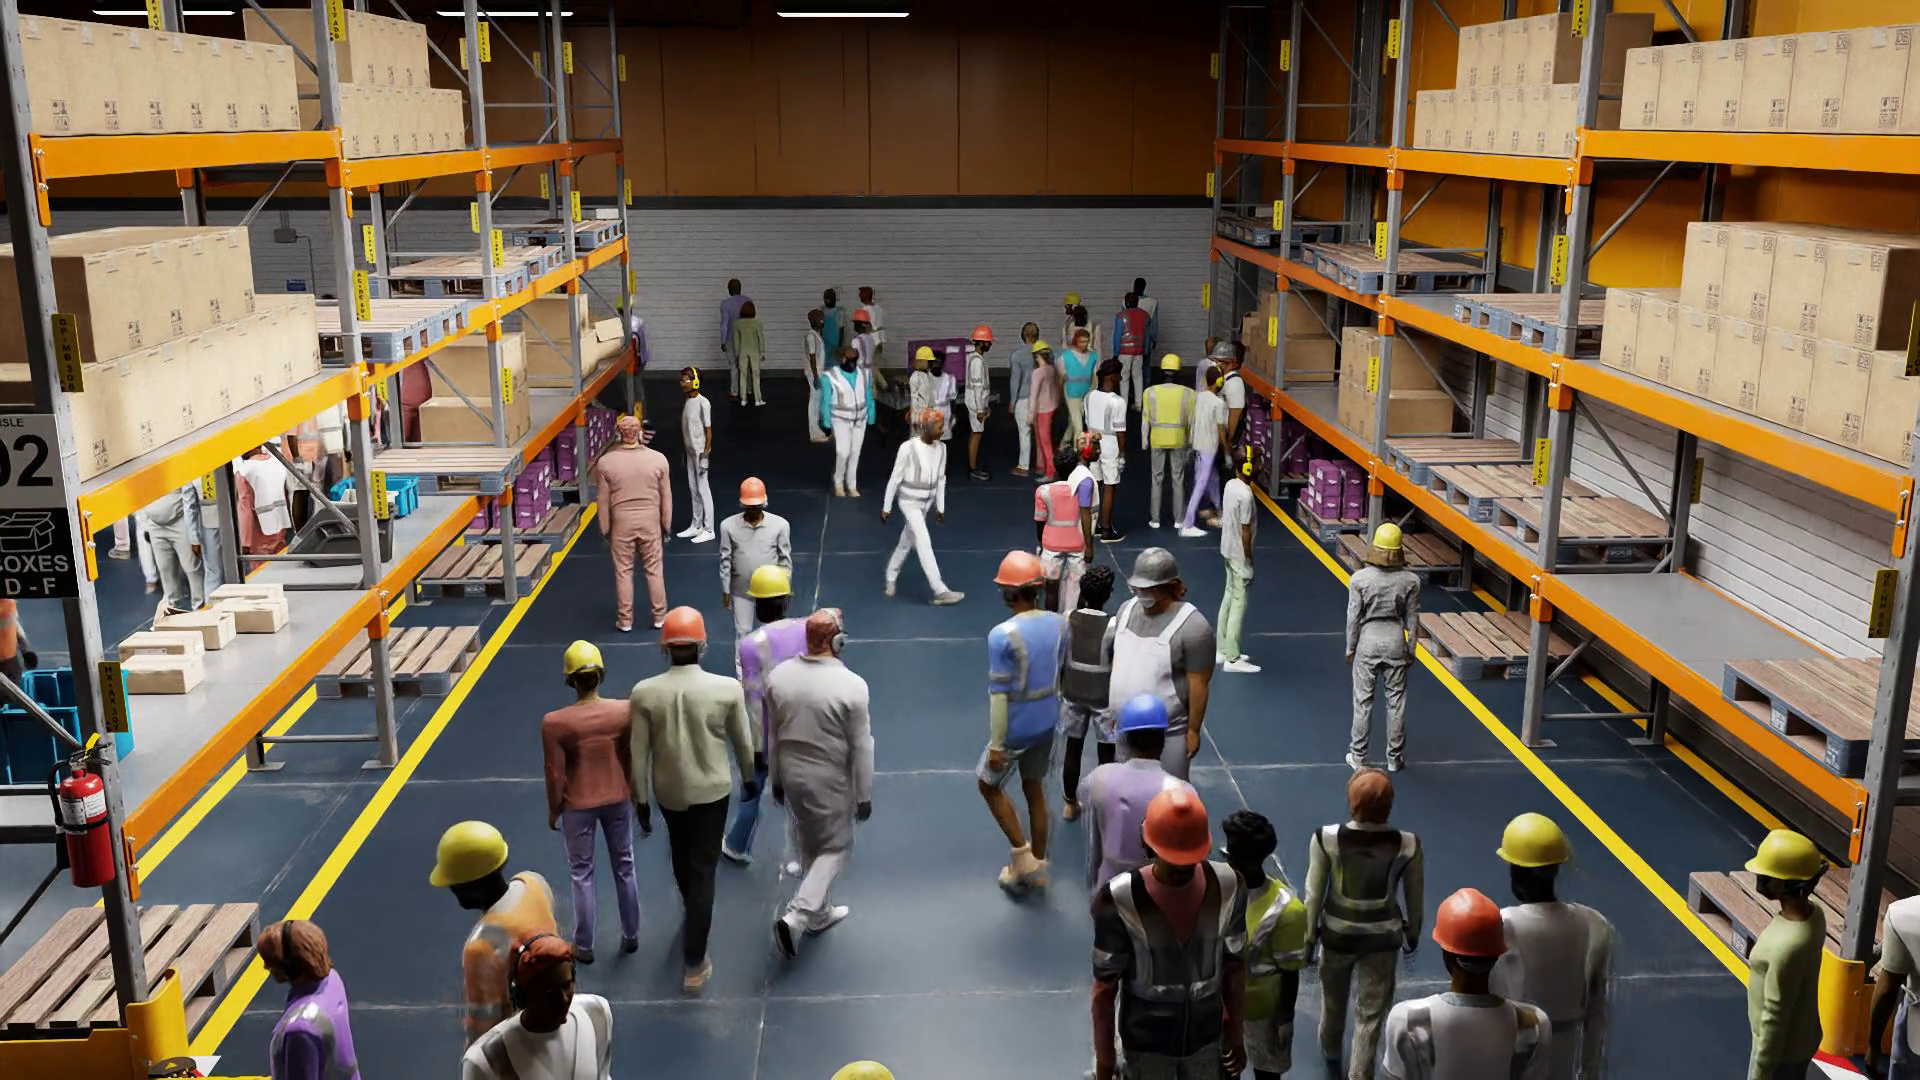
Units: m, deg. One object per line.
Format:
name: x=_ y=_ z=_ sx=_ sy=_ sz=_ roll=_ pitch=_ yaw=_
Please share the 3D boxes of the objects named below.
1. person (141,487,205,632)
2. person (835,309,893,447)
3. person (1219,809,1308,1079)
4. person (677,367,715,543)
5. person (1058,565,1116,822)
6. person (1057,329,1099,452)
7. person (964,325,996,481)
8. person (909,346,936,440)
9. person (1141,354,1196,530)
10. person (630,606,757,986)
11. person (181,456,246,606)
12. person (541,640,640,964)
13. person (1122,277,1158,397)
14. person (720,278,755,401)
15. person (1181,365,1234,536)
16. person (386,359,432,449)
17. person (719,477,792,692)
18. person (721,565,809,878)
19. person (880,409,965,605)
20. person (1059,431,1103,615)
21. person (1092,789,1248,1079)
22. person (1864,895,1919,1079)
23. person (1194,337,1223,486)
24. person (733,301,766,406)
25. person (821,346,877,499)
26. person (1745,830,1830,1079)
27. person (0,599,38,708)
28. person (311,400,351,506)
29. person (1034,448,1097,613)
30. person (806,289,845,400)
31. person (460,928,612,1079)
person: x=-6.840 y=-0.113 z=14.441 sx=0.642 sy=1.903 sz=0.399 roll=4 pitch=15 yaw=15
person: x=-1.309 y=-2.179 z=22.554 sx=0.857 sy=1.899 sz=0.556 roll=5 pitch=15 yaw=19
person: x=1.195 y=1.908 z=6.934 sx=0.321 sy=1.693 sz=0.539 roll=-12 pitch=19 yaw=-40
person: x=-2.805 y=-0.907 z=17.617 sx=0.328 sy=1.874 sz=0.521 roll=-10 pitch=17 yaw=-34
person: x=0.845 y=0.987 z=10.529 sx=0.538 sy=1.695 sz=0.319 roll=8 pitch=16 yaw=29
person: x=1.496 y=-1.850 z=21.484 sx=0.577 sy=1.797 sz=0.969 roll=-8 pitch=16 yaw=-28
person: x=0.248 y=-1.687 z=20.566 sx=0.388 sy=1.930 sz=0.544 roll=-1 pitch=14 yaw=-3
person: x=-0.435 y=-1.477 z=20.111 sx=0.323 sy=1.742 sz=0.492 roll=7 pitch=16 yaw=24
person: x=2.271 y=-1.068 z=18.143 sx=0.594 sy=1.922 sz=0.386 roll=2 pitch=14 yaw=8
person: x=-1.406 y=1.295 z=8.849 sx=0.617 sy=1.940 sz=1.040 roll=1 pitch=14 yaw=5
person: x=-6.408 y=-0.096 z=14.368 sx=0.399 sy=1.906 sz=0.604 roll=8 pitch=16 yaw=29
person: x=-1.943 y=1.386 z=8.833 sx=0.523 sy=1.766 sz=0.315 roll=-8 pitch=16 yaw=-28
person: x=2.875 y=-3.246 z=26.703 sx=0.598 sy=1.918 sz=0.378 roll=-2 pitch=14 yaw=-6
person: x=-3.533 y=-3.186 z=26.451 sx=0.627 sy=1.933 sz=0.367 roll=-13 pitch=19 yaw=-42
person: x=2.772 y=-0.961 z=17.926 sx=0.898 sy=1.829 sz=0.538 roll=-5 pitch=15 yaw=-19
person: x=-6.717 y=-1.693 z=20.367 sx=0.536 sy=2.000 sz=0.672 roll=5 pitch=15 yaw=20
person: x=-1.580 y=0.363 z=12.885 sx=0.566 sy=1.744 sz=0.350 roll=-1 pitch=14 yaw=-2
person: x=-1.126 y=1.062 z=9.847 sx=0.593 sy=1.887 sz=0.893 roll=-13 pitch=19 yaw=-41
person: x=-0.411 y=-0.319 z=15.430 sx=0.971 sy=1.817 sz=0.630 roll=11 pitch=18 yaw=38
person: x=1.008 y=-0.030 z=14.248 sx=0.398 sy=1.836 sz=0.565 roll=-2 pitch=14 yaw=-8
person: x=0.806 y=1.890 z=6.337 sx=0.612 sy=2.029 sz=0.407 roll=-3 pitch=15 yaw=-13
person: x=3.809 y=1.962 z=6.430 sx=0.559 sy=1.836 sz=0.394 roll=3 pitch=15 yaw=10
person: x=3.035 y=-1.565 z=20.280 sx=0.355 sy=1.836 sz=0.514 roll=-1 pitch=14 yaw=-6
person: x=-3.277 y=-2.902 z=25.925 sx=0.497 sy=1.633 sz=0.289 roll=3 pitch=15 yaw=12
person: x=-1.299 y=-1.380 z=19.596 sx=0.623 sy=1.816 sz=0.484 roll=-9 pitch=17 yaw=-30
person: x=3.200 y=1.971 z=6.556 sx=0.339 sy=1.760 sz=0.531 roll=10 pitch=18 yaw=36
person: x=-6.394 y=0.767 z=11.058 sx=0.416 sy=1.869 sz=0.665 roll=-3 pitch=15 yaw=-13
person: x=-6.832 y=-0.987 z=17.867 sx=0.425 sy=1.906 sz=0.619 roll=12 pitch=18 yaw=39
person: x=0.897 y=0.052 z=14.201 sx=0.535 sy=1.697 sz=0.318 roll=0 pitch=14 yaw=0
person: x=-2.065 y=-3.059 z=26.227 sx=0.528 sy=1.785 sz=0.995 roll=8 pitch=16 yaw=29
person: x=-1.354 y=2.166 z=5.530 sx=0.362 sy=1.882 sz=0.576 roll=11 pitch=18 yaw=37
